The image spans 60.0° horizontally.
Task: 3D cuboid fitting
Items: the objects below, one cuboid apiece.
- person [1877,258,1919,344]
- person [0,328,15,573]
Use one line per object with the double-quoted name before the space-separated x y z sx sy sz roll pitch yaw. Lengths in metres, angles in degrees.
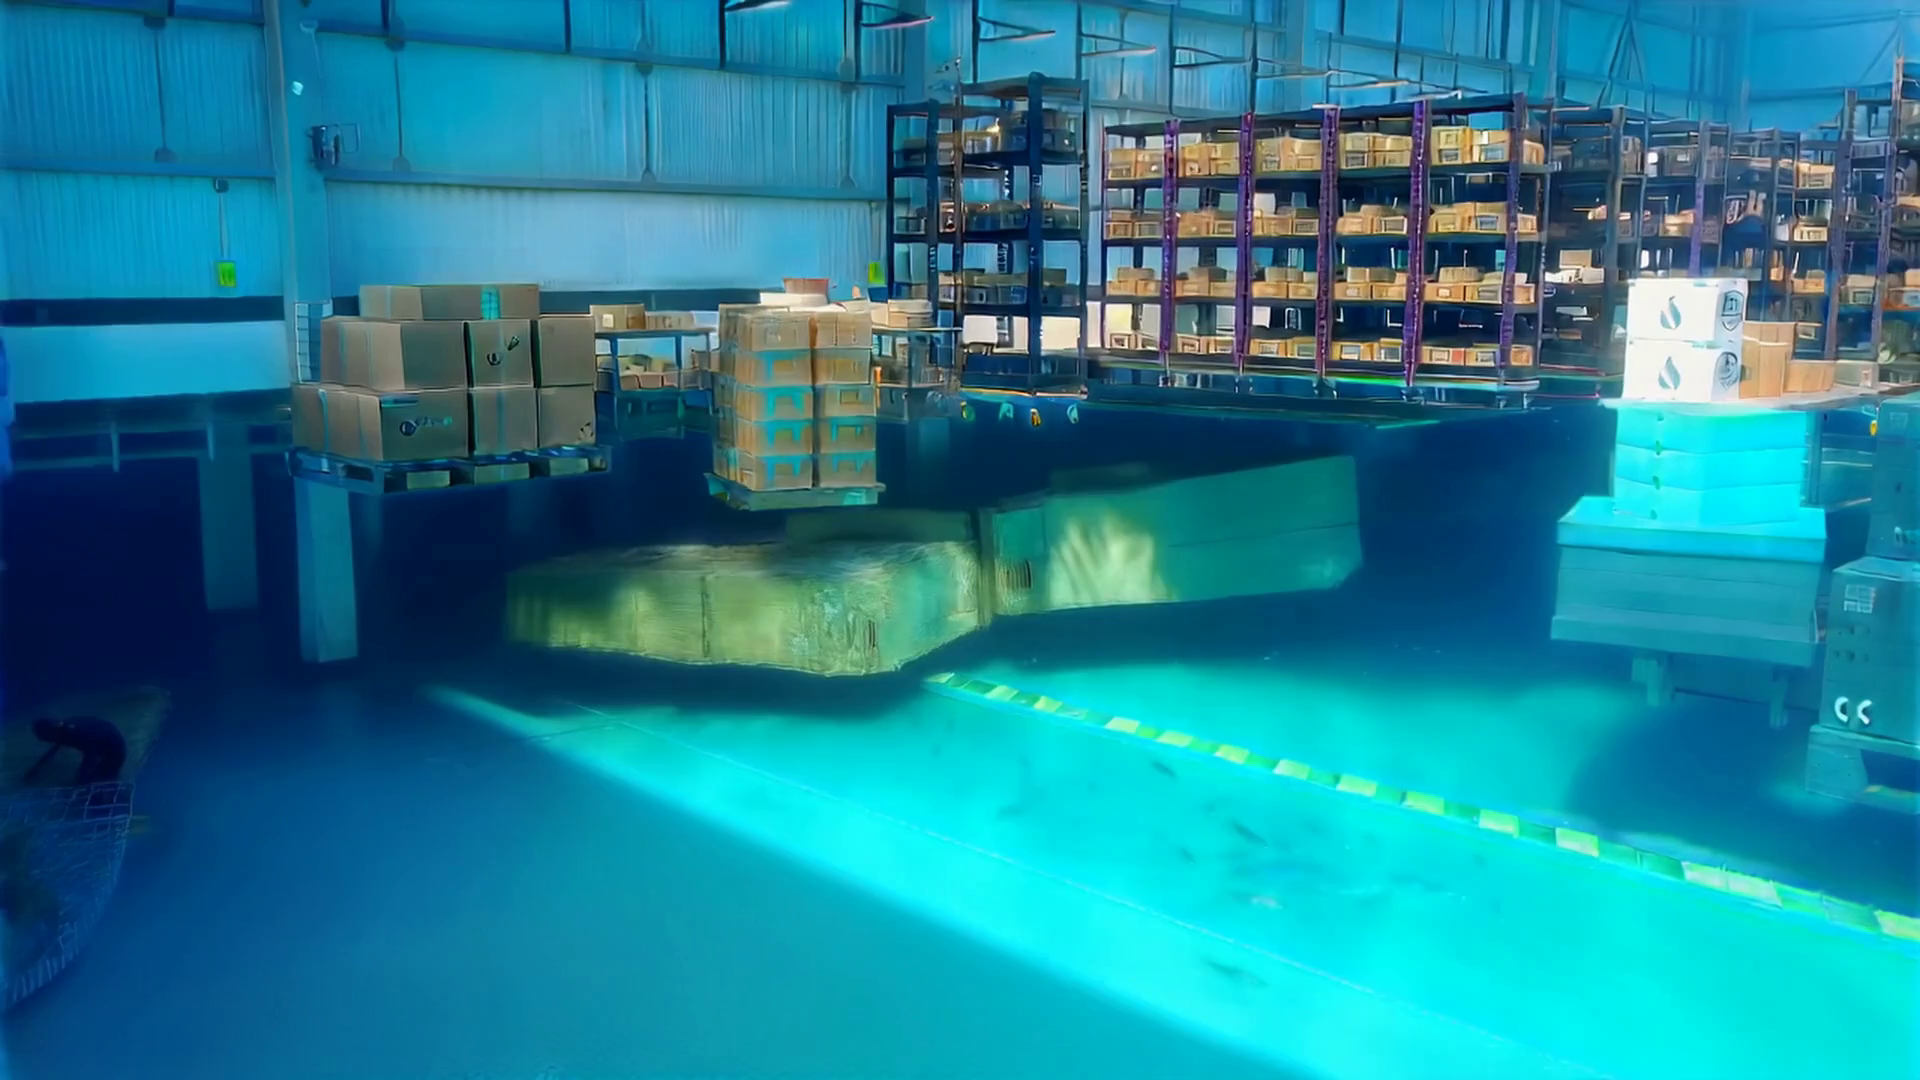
"person" 14.107 -3.349 24.995 0.955 1.803 0.583 -8 12 -39
"person" -5.537 -0.798 9.106 0.601 1.980 0.628 3 10 16
